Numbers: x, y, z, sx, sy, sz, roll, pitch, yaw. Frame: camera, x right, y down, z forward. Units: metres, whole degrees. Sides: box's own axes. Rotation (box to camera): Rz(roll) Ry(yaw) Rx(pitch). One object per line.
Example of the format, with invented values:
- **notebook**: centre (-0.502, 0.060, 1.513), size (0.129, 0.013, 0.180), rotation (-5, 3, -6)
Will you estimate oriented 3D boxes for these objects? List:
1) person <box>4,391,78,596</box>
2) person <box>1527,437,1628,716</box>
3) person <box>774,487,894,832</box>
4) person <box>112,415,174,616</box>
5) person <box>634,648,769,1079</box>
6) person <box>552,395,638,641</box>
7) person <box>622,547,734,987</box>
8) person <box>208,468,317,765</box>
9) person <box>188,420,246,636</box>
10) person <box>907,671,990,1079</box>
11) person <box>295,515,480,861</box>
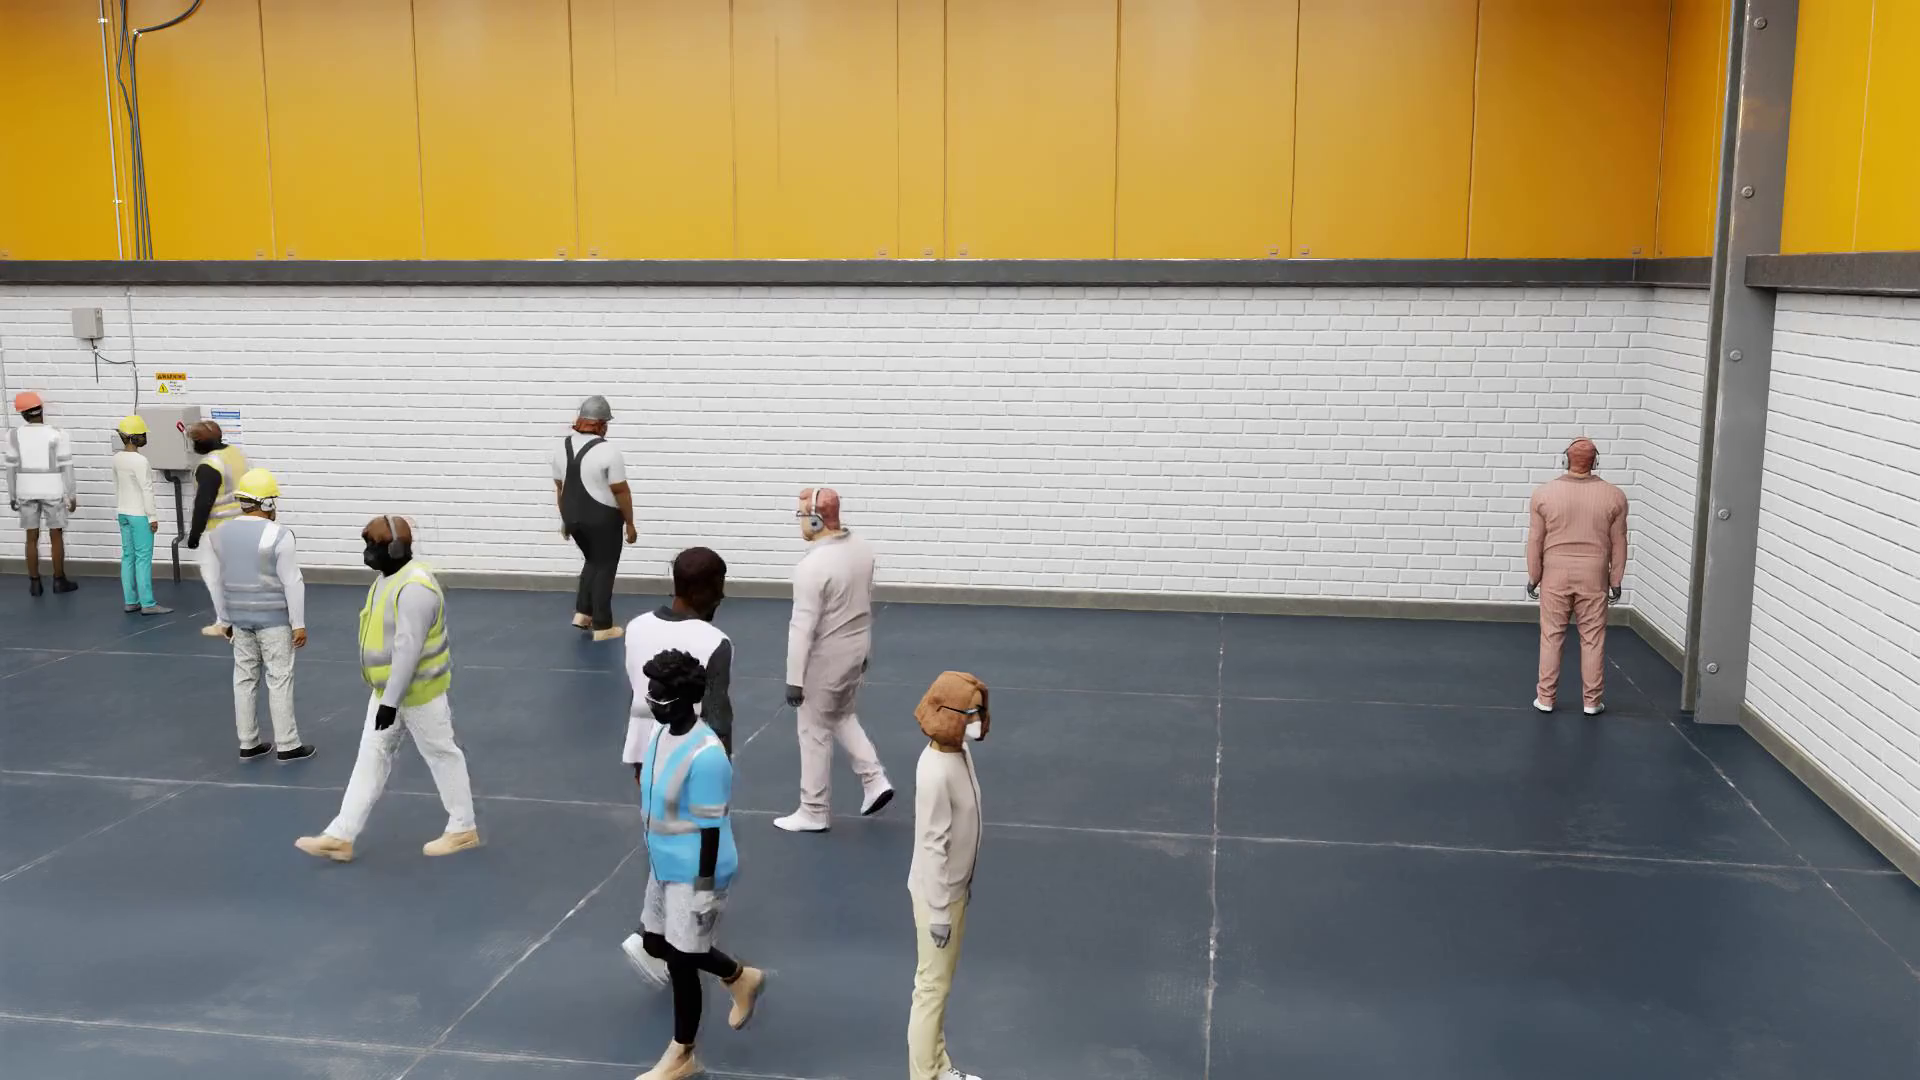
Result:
- **person**: centre (-8.583, -0.430, 15.546), size (0.595, 1.915, 0.401), rotation (-3, 10, -16)
- **person**: centre (4.199, 0.250, 11.353), size (0.644, 1.913, 0.408), rotation (3, 10, 18)
- **person**: centre (-0.704, 0.649, 8.938), size (0.548, 1.894, 0.703), rotation (5, 10, 28)
- **person**: centre (-7.247, -0.216, 14.676), size (0.522, 1.768, 0.312), rotation (6, 11, 34)
- **person**: centre (-0.963, 1.203, 6.187), size (0.543, 1.672, 0.552), rotation (-6, 11, -33)
- **person**: centre (-2.960, -0.188, 13.658), size (0.695, 2.000, 0.537), rotation (6, 11, 34)
- **person**: centre (-1.218, 0.965, 7.013), size (0.624, 1.889, 0.587), rotation (6, 11, 32)
- **person**: centre (-4.282, 0.471, 10.232), size (0.600, 1.830, 0.403), rotation (2, 10, 14)
- **person**: centre (-6.166, -0.107, 13.903), size (0.433, 1.812, 0.678), rotation (0, 9, 1)
- **person**: centre (-0.039, 1.264, 5.953), size (0.284, 1.632, 0.502), rotation (1, 9, 9)
- **person**: centre (-2.927, 0.780, 8.457), size (0.952, 1.793, 0.627), rotation (-7, 12, -38)
